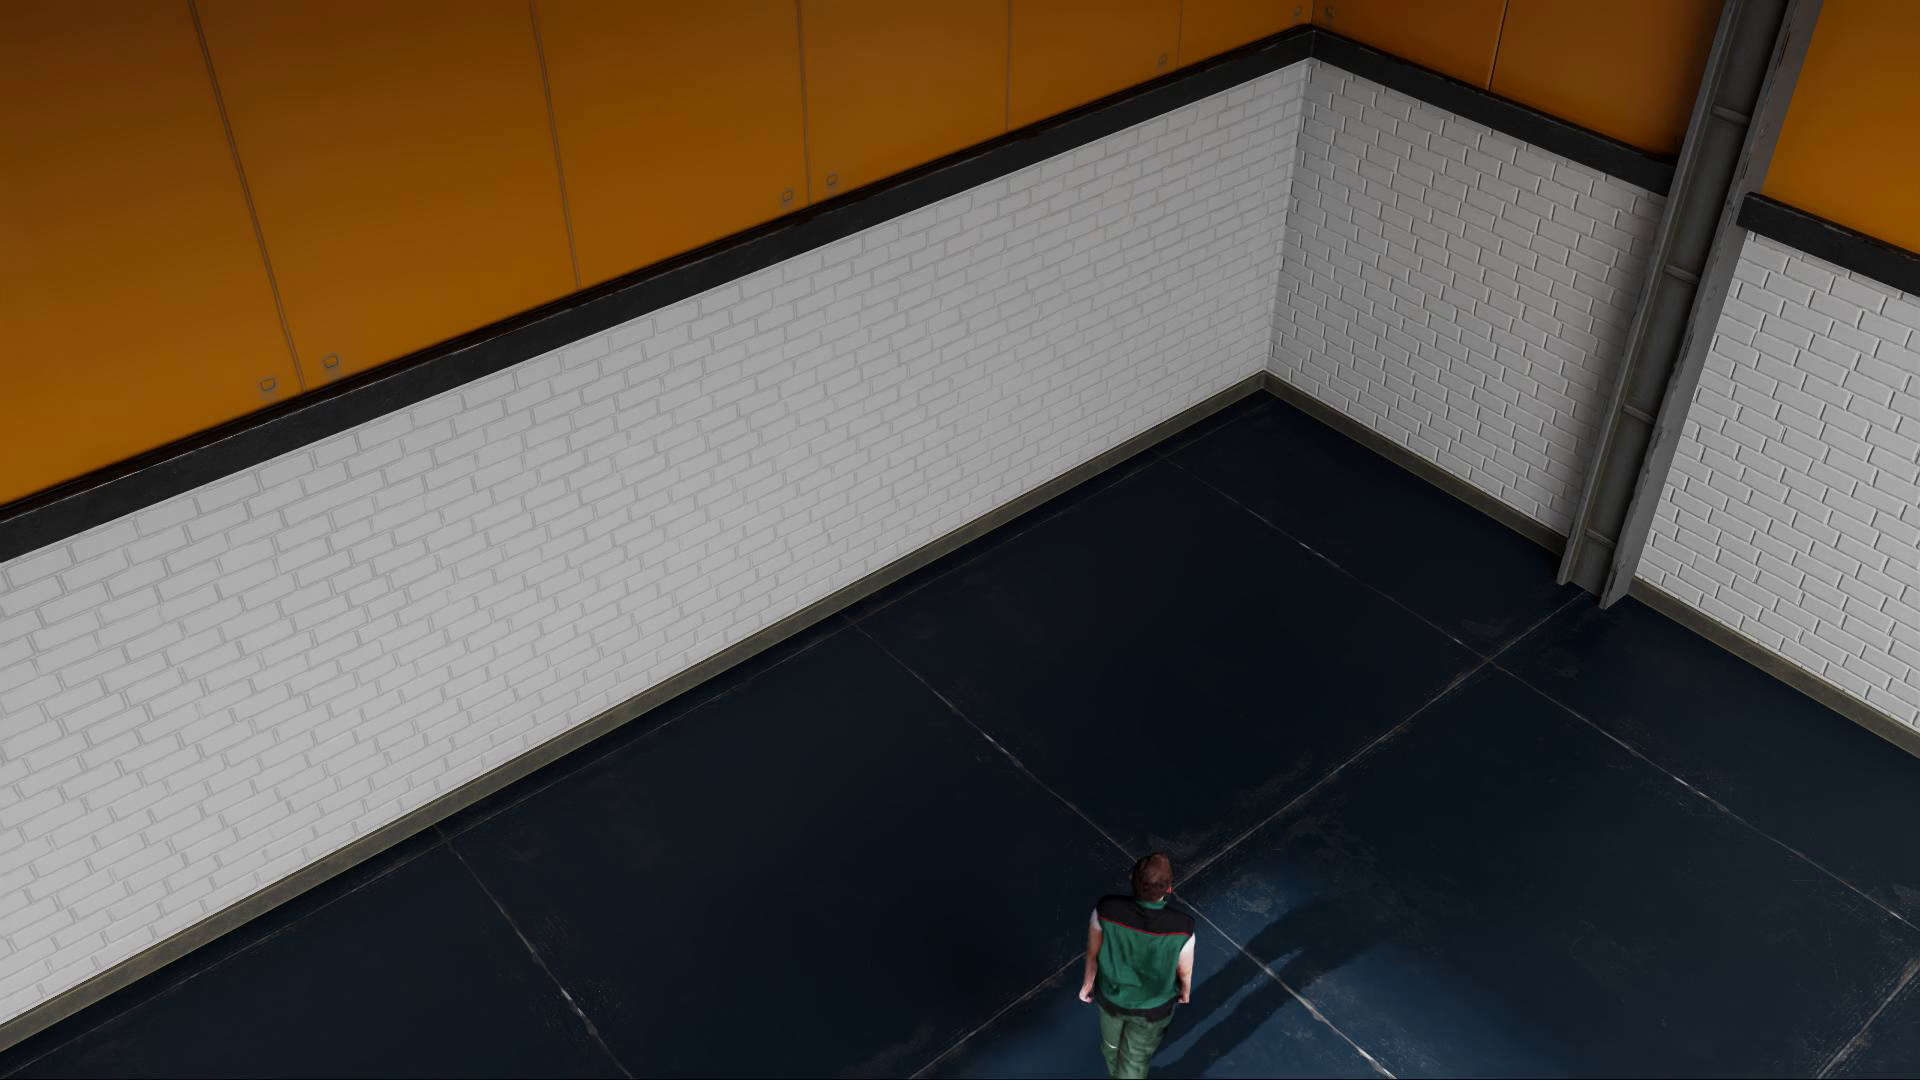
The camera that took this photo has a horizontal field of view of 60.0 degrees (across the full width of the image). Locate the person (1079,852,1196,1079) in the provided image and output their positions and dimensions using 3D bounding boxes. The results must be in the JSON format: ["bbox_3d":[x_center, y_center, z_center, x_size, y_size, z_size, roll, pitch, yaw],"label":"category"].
[{"bbox_3d":[0.808,2.168,7.821,0.875,1.826,0.920,12,40,14],"label":"person"}]
